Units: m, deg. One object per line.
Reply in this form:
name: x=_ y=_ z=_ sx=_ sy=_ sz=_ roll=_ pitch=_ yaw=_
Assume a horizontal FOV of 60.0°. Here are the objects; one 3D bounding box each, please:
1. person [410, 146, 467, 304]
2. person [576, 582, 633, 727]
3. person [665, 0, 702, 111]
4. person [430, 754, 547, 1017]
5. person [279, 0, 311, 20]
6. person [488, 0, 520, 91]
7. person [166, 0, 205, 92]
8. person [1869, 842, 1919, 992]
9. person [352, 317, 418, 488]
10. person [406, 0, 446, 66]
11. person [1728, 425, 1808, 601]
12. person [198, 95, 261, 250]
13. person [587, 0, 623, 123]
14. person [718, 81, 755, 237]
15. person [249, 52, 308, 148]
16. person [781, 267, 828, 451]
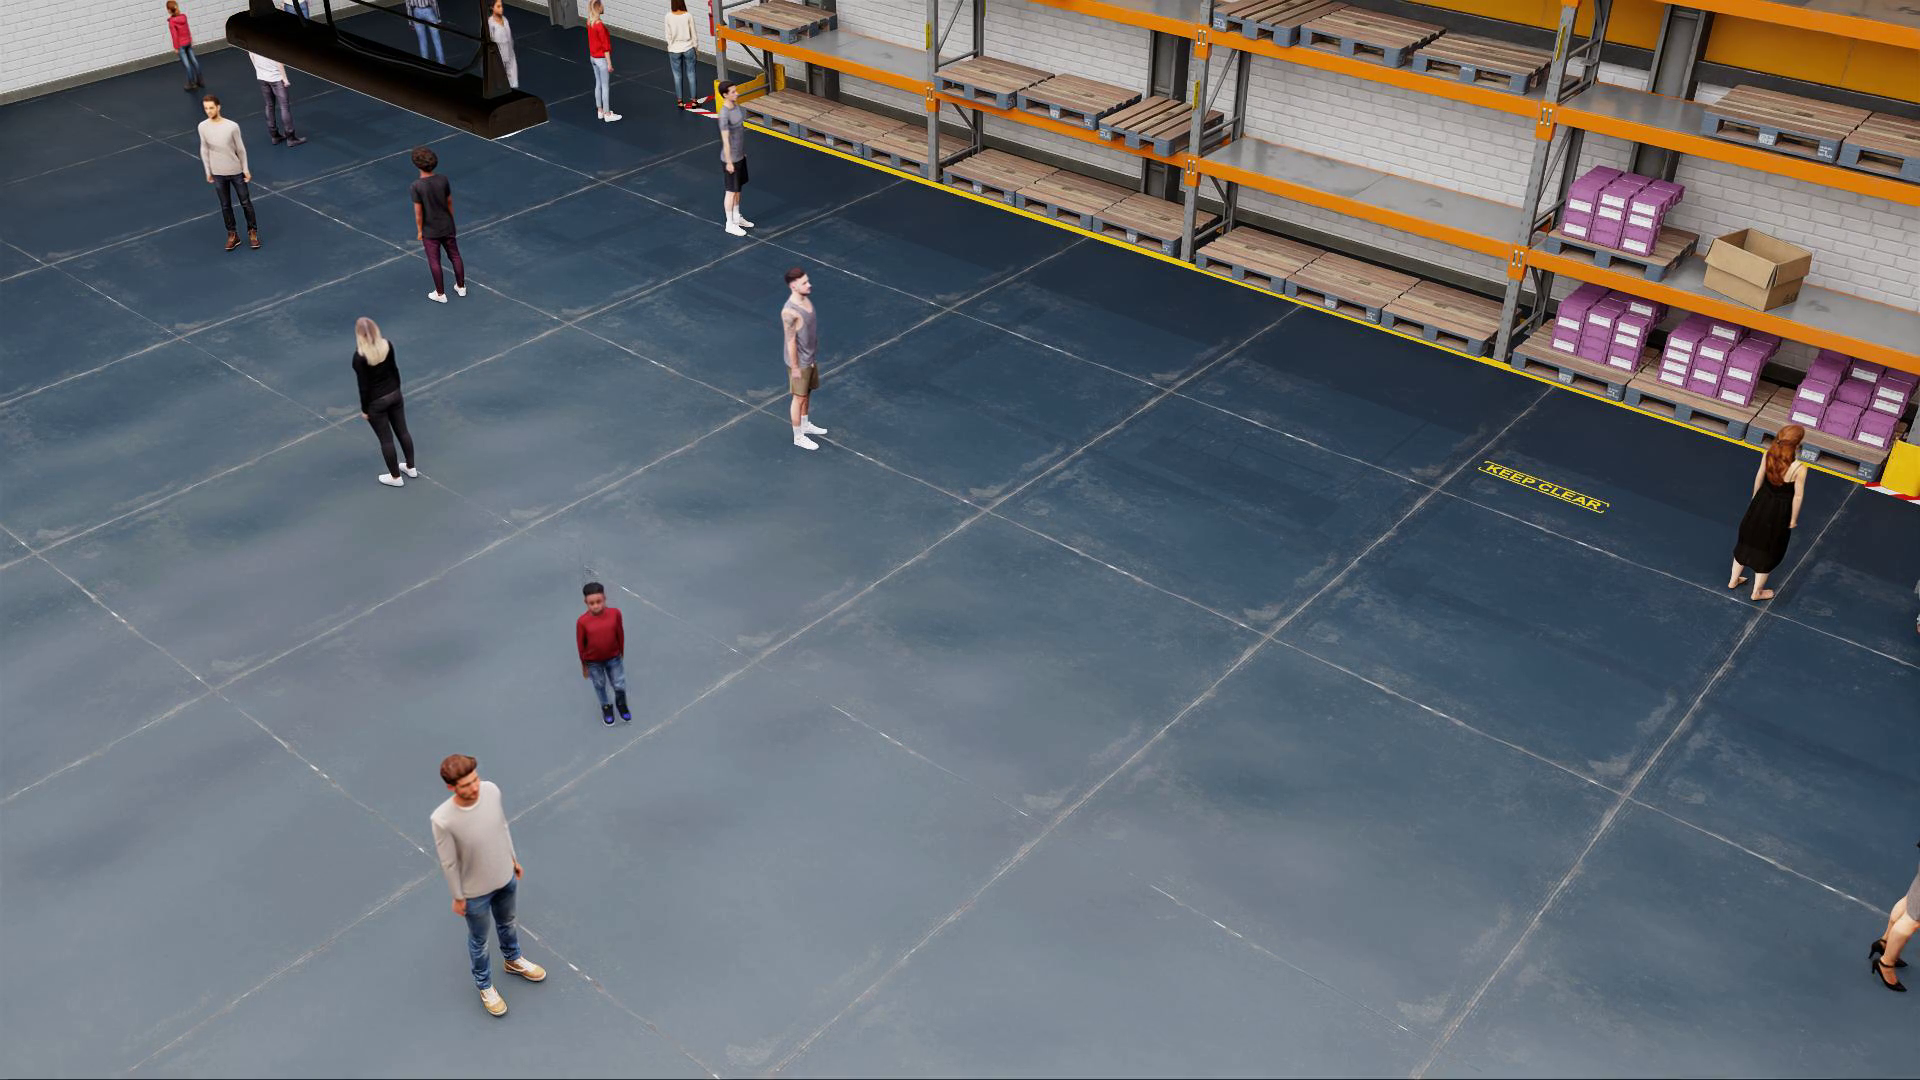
person: x=-5.852 y=-3.534 z=18.589 sx=0.629 sy=1.784 sz=0.598 roll=-28 pitch=43 yaw=-36
person: x=-2.704 y=0.827 z=12.515 sx=0.581 sy=1.247 sz=0.614 roll=-10 pitch=35 yaw=-15
person: x=-4.000 y=-7.057 z=23.982 sx=0.673 sy=1.682 sz=0.755 roll=1 pitch=34 yaw=1
person: x=-2.899 y=2.041 z=10.093 sx=0.602 sy=1.905 sz=0.672 roll=21 pitch=39 yaw=28
person: x=-10.381 y=-8.391 z=25.980 sx=0.673 sy=1.692 sz=0.627 roll=-22 pitch=39 yaw=-29
person: x=-6.548 y=-6.824 z=23.595 sx=0.925 sy=1.723 sz=0.697 roll=20 pitch=39 yaw=27
person: x=-11.575 y=-7.386 z=24.807 sx=0.570 sy=1.317 sz=0.574 roll=11 pitch=35 yaw=17
person: x=5.986 y=2.015 z=10.191 sx=0.605 sy=1.841 sz=0.656 roll=17 pitch=37 yaw=24
person: x=-5.294 y=-1.273 z=15.277 sx=0.558 sy=1.685 sz=0.622 roll=21 pitch=39 yaw=28
person: x=-8.044 y=-7.814 z=25.021 sx=0.718 sy=1.794 sz=0.758 roll=-6 pitch=34 yaw=-8
person: x=6.715 y=-0.244 z=13.784 sx=0.688 sy=1.625 sz=0.592 roll=-20 pitch=38 yaw=-27
person: x=-8.718 y=-4.393 z=19.807 sx=0.742 sy=1.868 sz=0.784 roll=-5 pitch=34 yaw=-8
person: x=-5.098 y=-6.806 z=23.584 sx=0.712 sy=1.704 sz=0.507 roll=-25 pitch=41 yaw=-32
person: x=-2.764 y=-4.673 z=20.224 sx=0.694 sy=1.871 sz=0.728 roll=8 pitch=35 yaw=12
person: x=-9.415 y=-6.308 z=22.720 sx=0.626 sy=1.833 sz=0.781 roll=14 pitch=36 yaw=20
person: x=-1.518 y=-1.761 z=15.929 sx=0.731 sy=1.847 sz=0.719 roll=7 pitch=34 yaw=11
